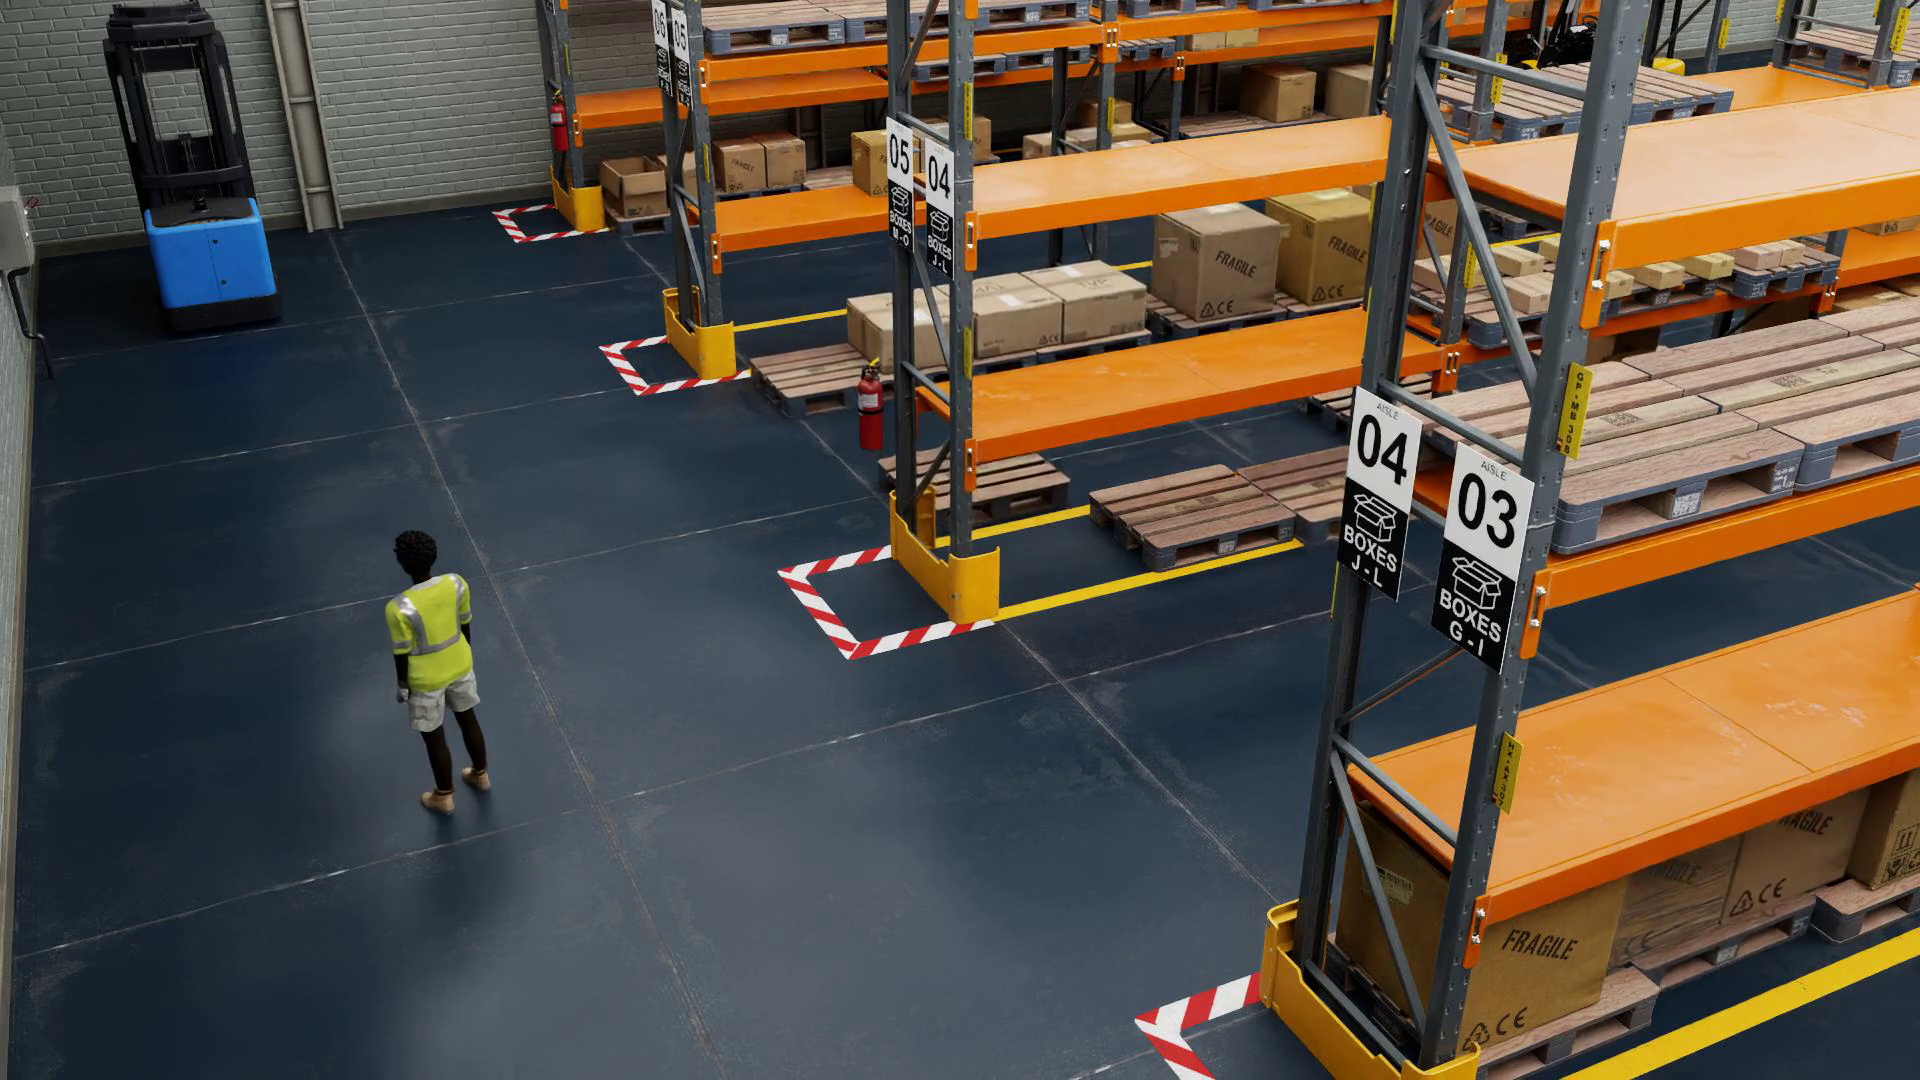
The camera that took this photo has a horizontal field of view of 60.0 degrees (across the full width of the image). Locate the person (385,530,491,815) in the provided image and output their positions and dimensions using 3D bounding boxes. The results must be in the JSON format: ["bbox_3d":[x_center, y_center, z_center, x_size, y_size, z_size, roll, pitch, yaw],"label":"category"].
[{"bbox_3d":[-2.881,0.724,9.172,0.320,1.690,0.537,17,32,30],"label":"person"}]

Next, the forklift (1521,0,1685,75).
[{"bbox_3d":[8.950,-6.807,23.056,1.214,2.155,2.313,-12,30,-22],"label":"forklift"}]

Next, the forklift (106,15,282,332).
[{"bbox_3d":[-7.548,-3.672,16.323,1.129,2.768,1.873,-12,30,-22],"label":"forklift"}]
